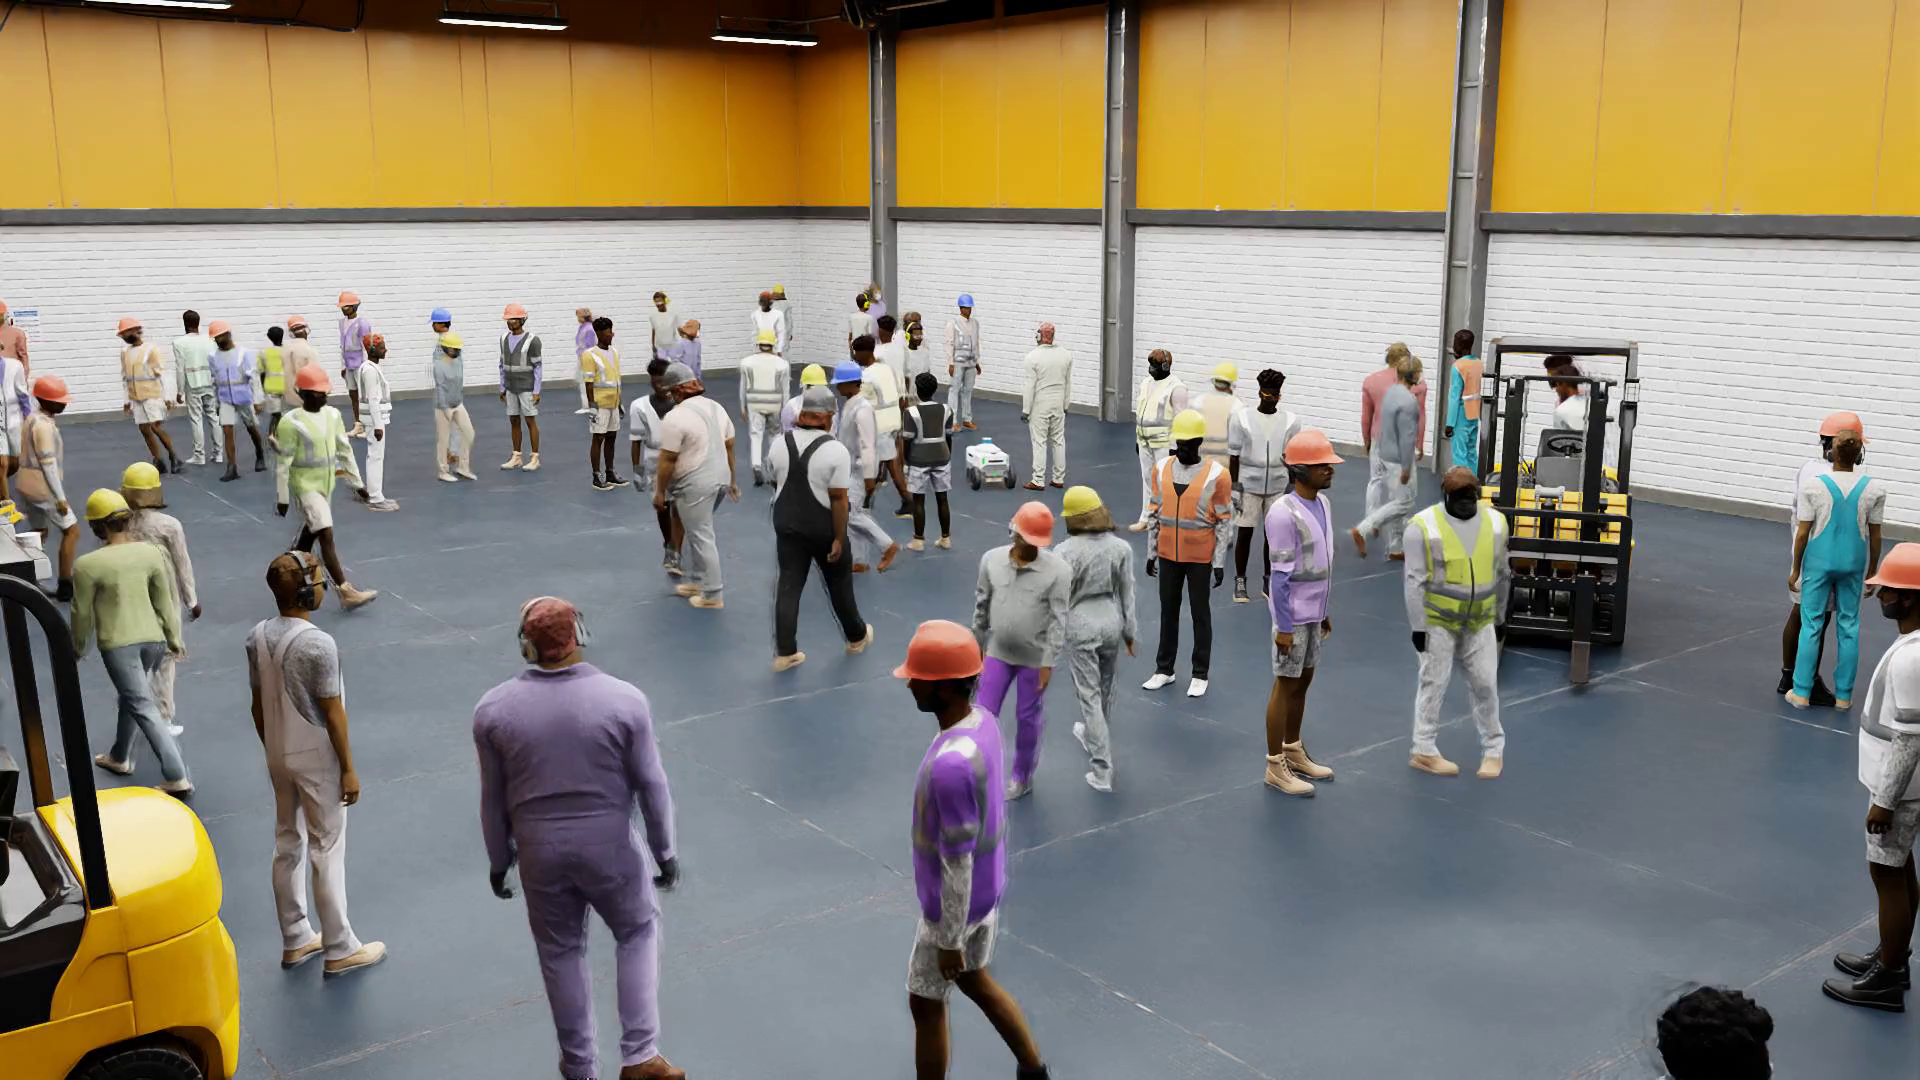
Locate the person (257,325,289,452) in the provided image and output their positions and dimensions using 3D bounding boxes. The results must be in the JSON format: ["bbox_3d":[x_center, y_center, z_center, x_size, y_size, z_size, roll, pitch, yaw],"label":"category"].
[{"bbox_3d":[-8.789,-1.925,21.445,0.541,1.670,0.700,-1,12,-7],"label":"person"}]

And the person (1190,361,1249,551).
[{"bbox_3d":[2.379,-0.752,15.427,0.603,1.809,0.662,5,13,25],"label":"person"}]

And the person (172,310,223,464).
[{"bbox_3d":[-9.467,-1.899,20.700,0.391,1.921,0.593,8,14,35],"label":"person"}]

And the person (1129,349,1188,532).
[{"bbox_3d":[1.939,-0.954,16.330,0.429,1.844,0.627,-8,14,-34],"label":"person"}]

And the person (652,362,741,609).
[{"bbox_3d":[-2.154,-0.465,13.483,0.557,2.000,0.695,5,13,24],"label":"person"}]

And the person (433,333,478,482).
[{"bbox_3d":[-5.888,-1.530,19.341,0.549,1.743,0.524,5,13,25],"label":"person"}]

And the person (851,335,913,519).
[{"bbox_3d":[-0.863,-1.169,17.247,1.012,1.885,0.619,7,14,31],"label":"person"}]

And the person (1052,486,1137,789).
[{"bbox_3d":[0.732,0.523,9.577,0.494,1.679,0.897,-4,12,-20],"label":"person"}]

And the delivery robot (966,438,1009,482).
[{"bbox_3d":[0.313,-0.931,19.091,0.477,0.478,0.707,-3,13,-15],"label":"delivery robot"}]

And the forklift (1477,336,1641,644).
[{"bbox_3d":[4.683,-0.471,13.136,1.214,2.155,2.313,4,12,20],"label":"forklift"}]

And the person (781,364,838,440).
[{"bbox_3d":[-1.331,-0.690,15.106,0.596,1.823,0.403,-8,14,-34],"label":"person"}]

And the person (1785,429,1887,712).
[{"bbox_3d":[5.649,0.198,10.753,0.514,1.845,0.338,3,12,15],"label":"person"}]

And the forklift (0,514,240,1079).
[{"bbox_3d":[-3.687,1.115,5.480,2.313,2.155,1.214,-9,15,-36],"label":"forklift"}]

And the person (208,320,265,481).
[{"bbox_3d":[-8.597,-1.689,19.787,0.580,1.882,0.983,-1,12,-5],"label":"person"}]

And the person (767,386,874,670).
[{"bbox_3d":[-1.011,-0.136,11.892,0.688,2.000,0.973,5,13,24],"label":"person"}]

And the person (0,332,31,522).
[{"bbox_3d":[-9.950,-1.215,17.163,0.740,2.020,0.613,8,14,33],"label":"person"}]

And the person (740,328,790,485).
[{"bbox_3d":[-2.261,-1.545,19.271,0.588,1.807,0.827,-1,12,-3],"label":"person"}]

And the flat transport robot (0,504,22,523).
[{"bbox_3d":[-9.818,-0.162,16.314,0.652,0.197,1.431,-2,12,-10],"label":"flat transport robot"}]

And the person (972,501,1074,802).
[{"bbox_3d":[0.303,0.625,9.030,0.583,1.707,0.550,5,13,23],"label":"person"}]

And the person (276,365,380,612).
[{"bbox_3d":[-5.159,-0.422,13.417,1.038,1.986,0.620,4,12,18],"label":"person"}]

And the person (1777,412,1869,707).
[{"bbox_3d":[5.672,0.119,10.925,0.376,1.933,0.545,0,12,-1],"label":"person"}]

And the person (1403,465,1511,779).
[{"bbox_3d":[2.847,0.463,9.563,0.663,1.822,0.433,-1,12,-6],"label":"person"}]

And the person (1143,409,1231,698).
[{"bbox_3d":[1.506,0.084,11.099,0.586,1.929,0.369,7,14,32],"label":"person"}]

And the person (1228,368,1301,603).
[{"bbox_3d":[2.478,-0.435,13.578,0.600,1.948,0.418,-1,12,-3],"label":"person"}]

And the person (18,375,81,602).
[{"bbox_3d":[-7.415,-0.405,13.578,0.582,1.893,0.549,-9,15,-36],"label":"person"}]

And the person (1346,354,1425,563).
[{"bbox_3d":[3.861,-0.711,14.959,0.652,1.922,0.662,0,12,-1],"label":"person"}]

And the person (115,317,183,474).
[{"bbox_3d":[-9.705,-1.707,19.871,0.655,1.887,0.404,3,12,16],"label":"person"}]

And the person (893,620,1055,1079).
[{"bbox_3d":[0.016,1.213,5.723,0.607,1.950,0.559,3,12,14],"label":"person"}]

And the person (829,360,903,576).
[{"bbox_3d":[-0.863,-0.612,14.474,0.546,1.924,0.607,-3,12,-12],"label":"person"}]

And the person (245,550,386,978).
[{"bbox_3d":[-2.779,0.954,7.102,0.506,1.847,0.345,6,13,28],"label":"person"}]
